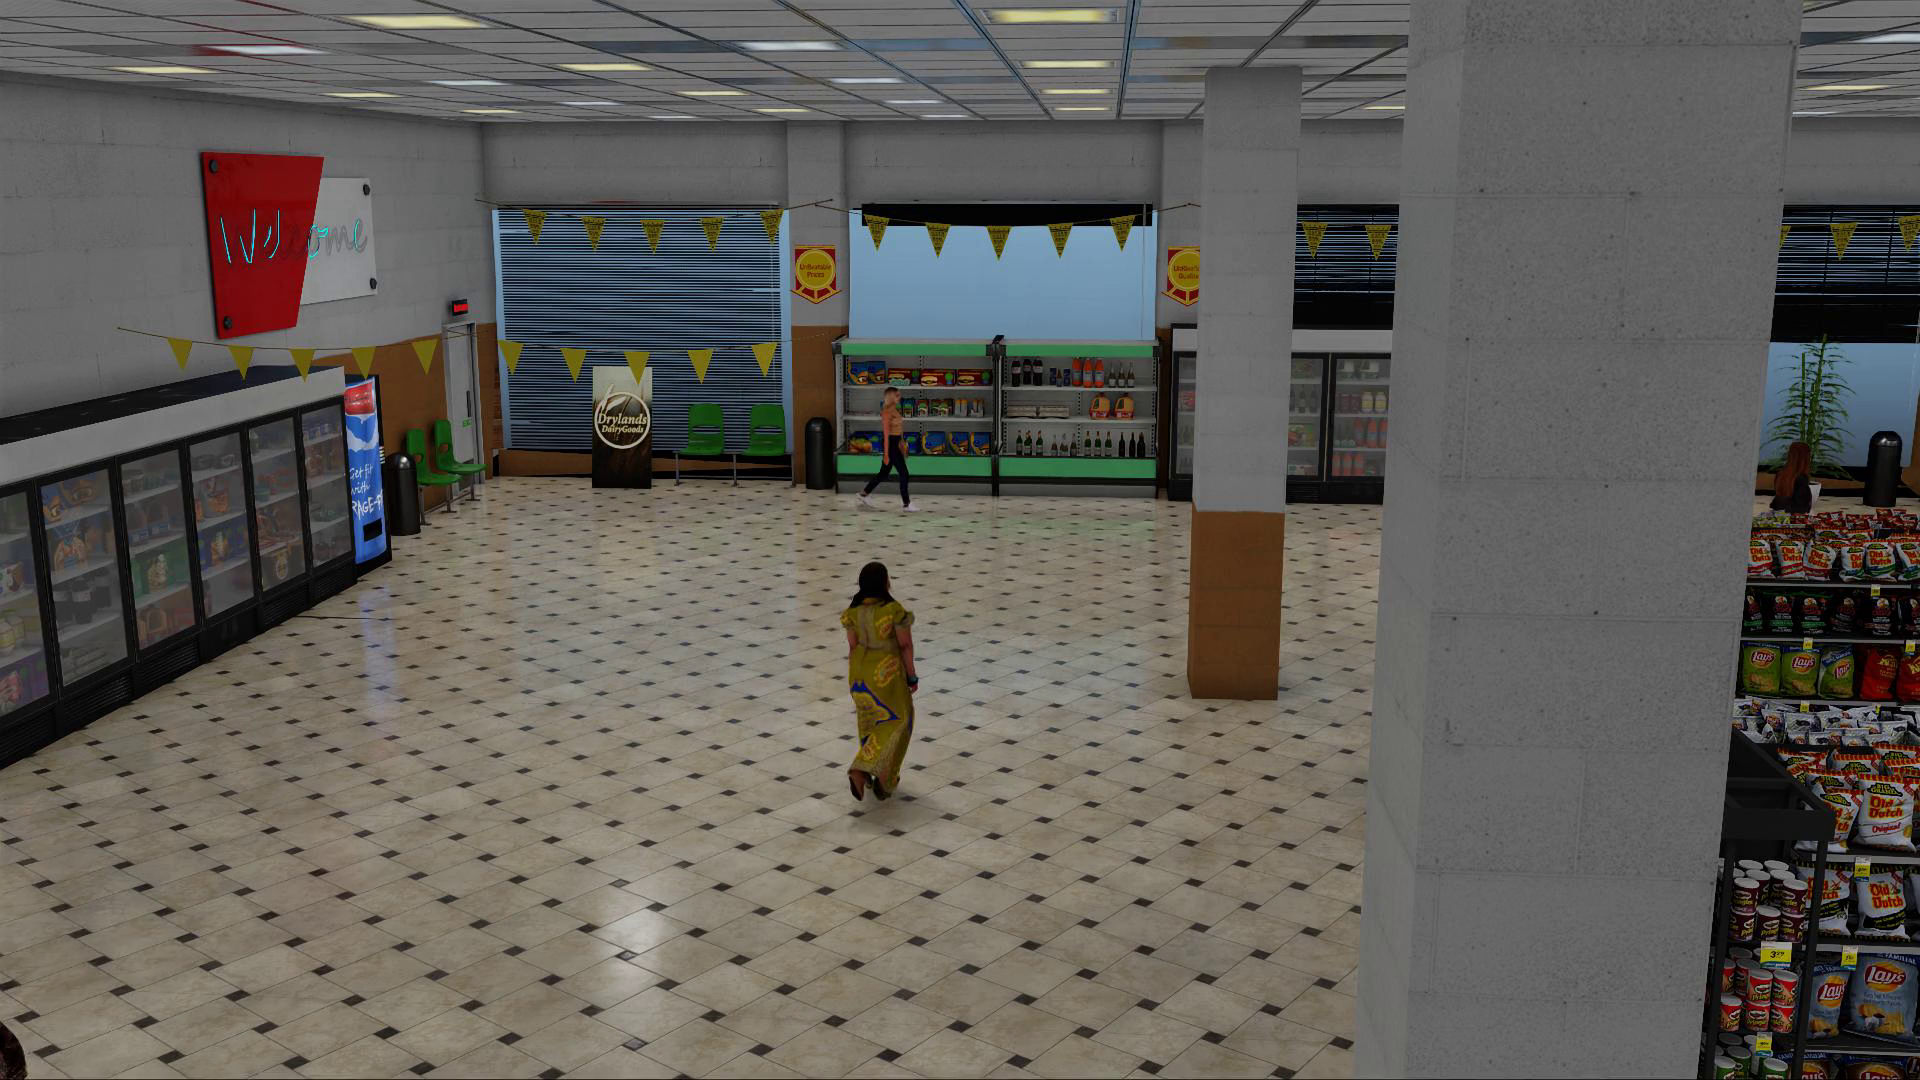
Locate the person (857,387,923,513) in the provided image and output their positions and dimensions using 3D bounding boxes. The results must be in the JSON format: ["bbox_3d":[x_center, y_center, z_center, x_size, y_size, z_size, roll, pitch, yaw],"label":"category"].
[{"bbox_3d":[-0.956,-1.137,21.315,1.159,1.593,0.729,3,12,14],"label":"person"}]

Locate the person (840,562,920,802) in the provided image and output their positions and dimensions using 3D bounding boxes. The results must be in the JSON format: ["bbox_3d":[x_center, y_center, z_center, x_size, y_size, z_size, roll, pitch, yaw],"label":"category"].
[{"bbox_3d":[-0.563,0.984,11.141,1.114,1.635,1.039,6,13,26],"label":"person"}]

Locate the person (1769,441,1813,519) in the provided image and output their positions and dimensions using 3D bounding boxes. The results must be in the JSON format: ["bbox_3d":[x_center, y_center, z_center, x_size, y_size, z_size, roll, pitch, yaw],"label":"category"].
[{"bbox_3d":[7.991,-0.102,16.225,1.154,1.665,0.820,-2,12,-10],"label":"person"}]
